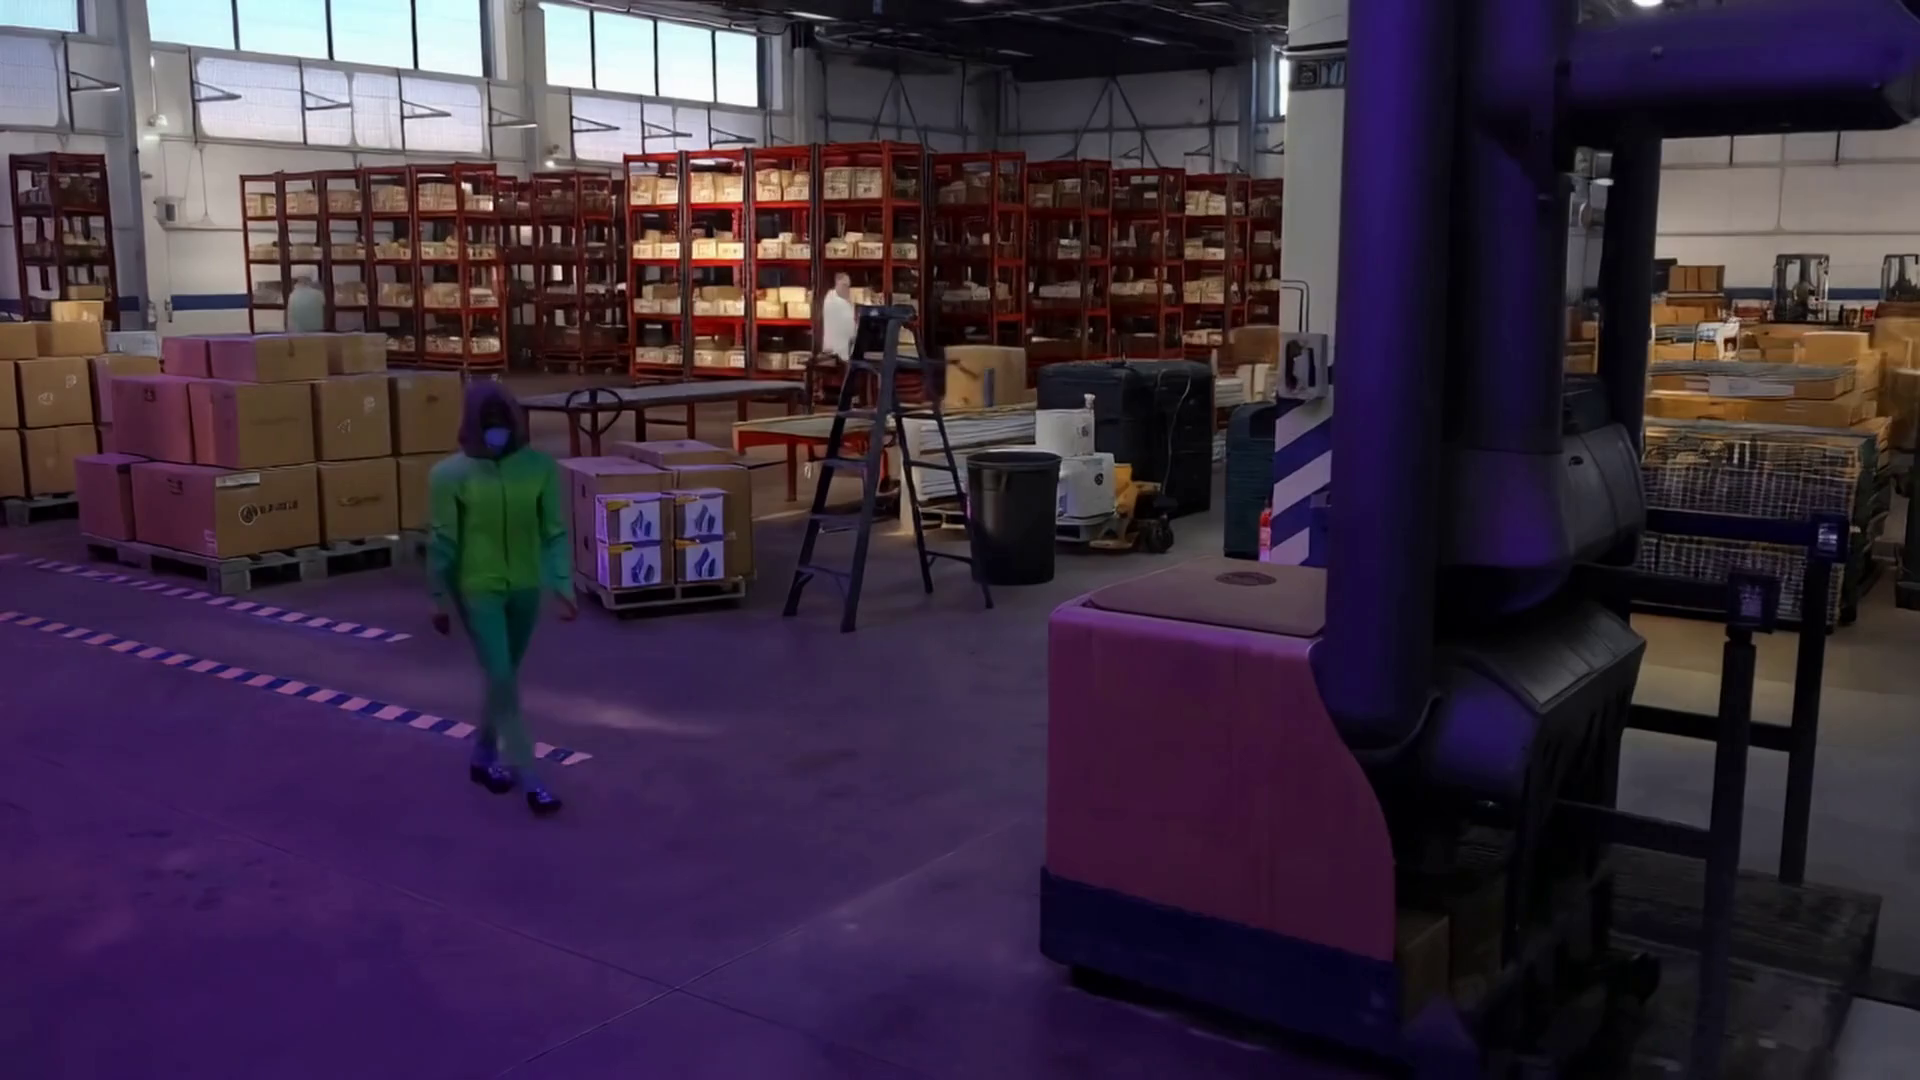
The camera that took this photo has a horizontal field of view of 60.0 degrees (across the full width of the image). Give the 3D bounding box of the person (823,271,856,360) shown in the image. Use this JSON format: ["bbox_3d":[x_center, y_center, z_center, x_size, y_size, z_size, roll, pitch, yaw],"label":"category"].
[{"bbox_3d":[-1.544,-2.601,21.992,0.430,1.891,0.648,2,10,12],"label":"person"}]

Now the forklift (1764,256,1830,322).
[{"bbox_3d":[20.253,-5.854,40.139,1.157,1.987,2.680,7,12,35],"label":"forklift"}]

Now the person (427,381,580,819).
[{"bbox_3d":[-1.640,0.219,6.066,0.492,1.579,0.846,-8,13,-40],"label":"person"}]

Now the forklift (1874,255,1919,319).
[{"bbox_3d":[22.089,-5.634,38.796,1.157,1.987,2.680,6,11,33],"label":"forklift"}]

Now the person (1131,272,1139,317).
[{"bbox_3d":[4.338,-5.843,41.527,0.566,1.810,0.935,5,11,30],"label":"person"}]

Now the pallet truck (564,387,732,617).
[{"bbox_3d":[-1.981,-0.274,10.088,0.680,1.201,1.601,-5,11,-28],"label":"pallet truck"}]

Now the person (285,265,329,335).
[{"bbox_3d":[-8.389,-2.549,21.430,0.438,1.969,0.693,4,11,25],"label":"person"}]

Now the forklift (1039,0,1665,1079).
[{"bbox_3d":[1.249,-0.137,4.360,1.873,2.768,1.129,7,12,35],"label":"forklift"}]

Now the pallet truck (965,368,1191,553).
[{"bbox_3d":[0.845,-0.609,11.869,1.630,1.274,0.653,7,12,35],"label":"pallet truck"}]
